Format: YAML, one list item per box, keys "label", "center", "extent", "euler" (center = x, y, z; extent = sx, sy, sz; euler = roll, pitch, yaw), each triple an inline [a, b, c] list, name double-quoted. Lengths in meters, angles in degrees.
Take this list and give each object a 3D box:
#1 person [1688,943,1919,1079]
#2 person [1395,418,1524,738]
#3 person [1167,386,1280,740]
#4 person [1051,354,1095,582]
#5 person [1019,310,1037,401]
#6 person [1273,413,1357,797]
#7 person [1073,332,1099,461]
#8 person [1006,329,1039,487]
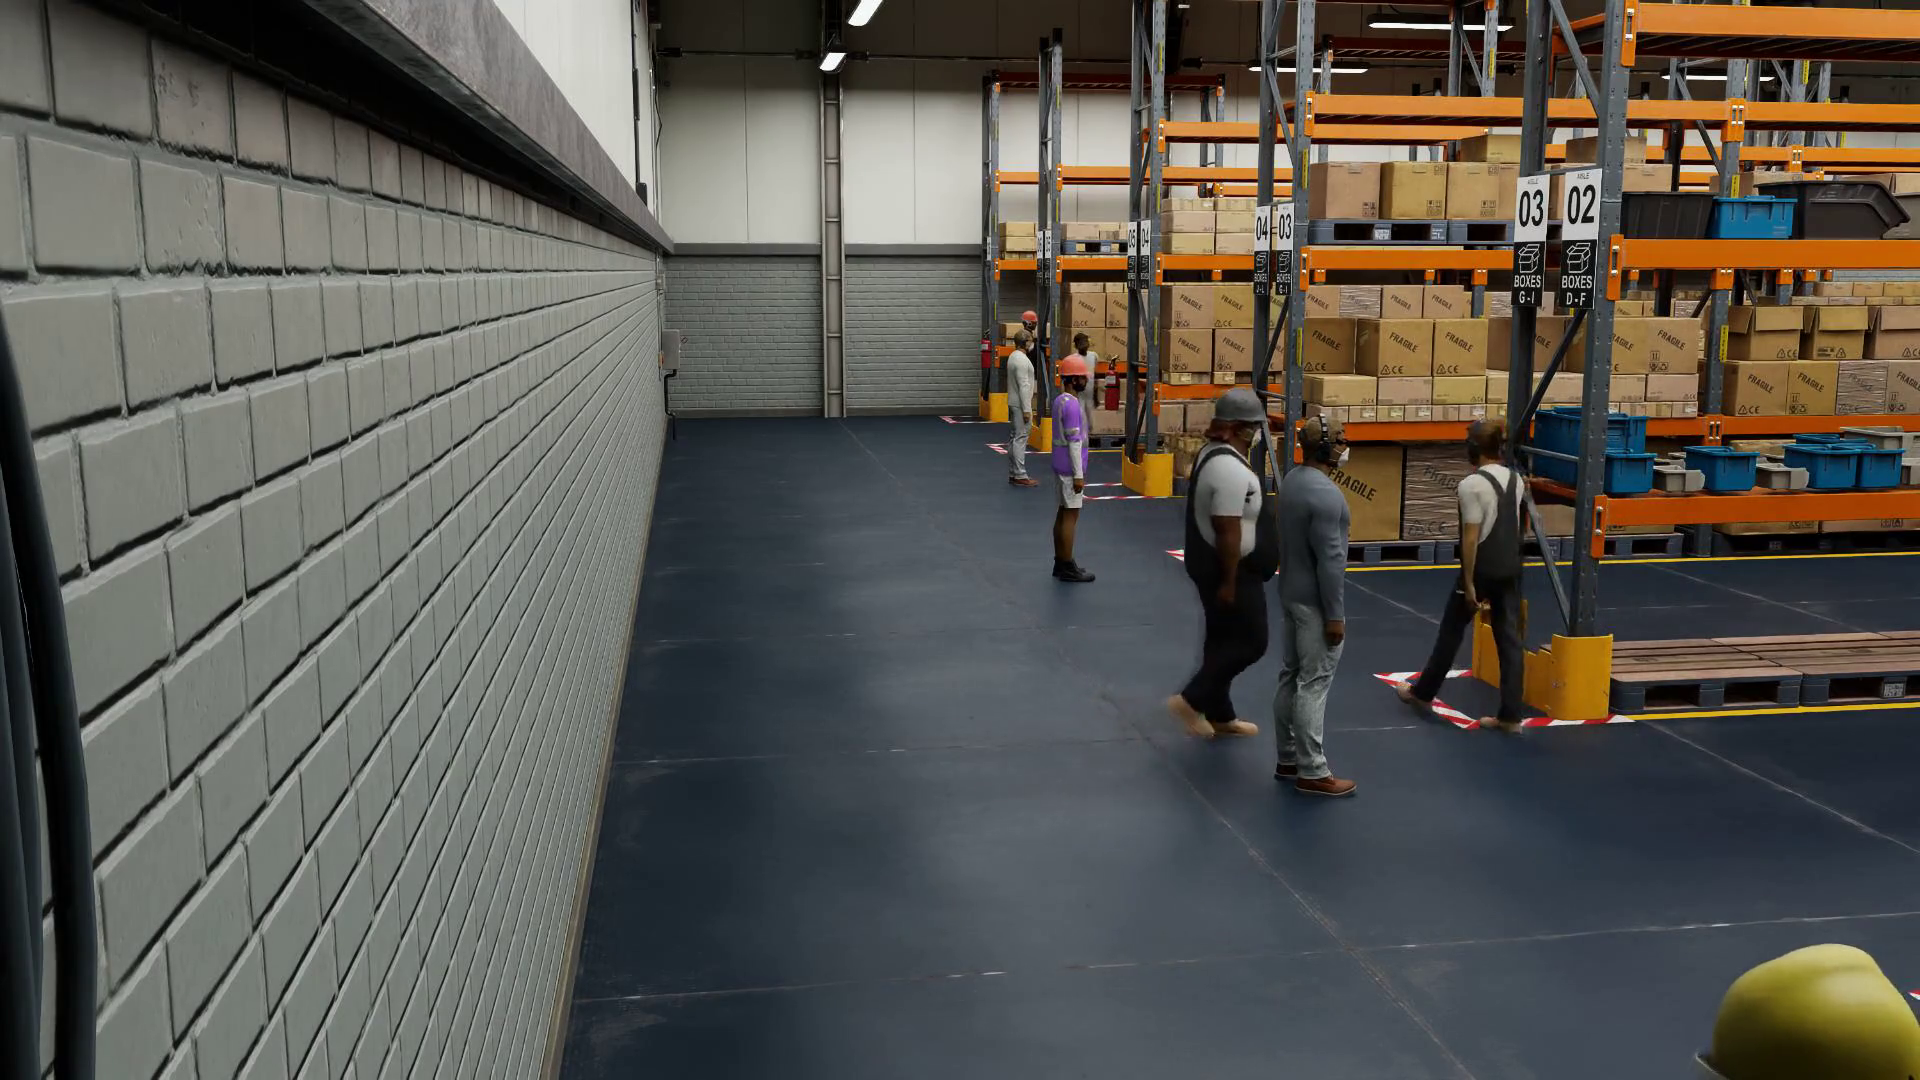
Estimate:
- label: "person"
  center: [1.054, 1.401, 2.136]
  extent: [0.404, 1.836, 0.590]
  euler: [-2, 9, -9]
- label: "person"
  center: [2.984, 0.194, 9.684]
  extent: [0.499, 1.795, 0.923]
  euler: [-5, 10, -27]
- label: "person"
  center: [1.519, 0.134, 9.322]
  extent: [0.566, 2.000, 0.686]
  euler: [-1, 9, -4]
- label: "person"
  center: [0.962, -0.614, 14.243]
  extent: [0.349, 1.942, 0.545]
  euler: [-2, 9, -9]
- label: "person"
  center: [1.126, -2.770, 27.366]
  extent: [0.376, 1.997, 0.612]
  euler: [-2, 9, -9]
- label: "person"
  center: [1.802, 0.326, 8.455]
  extent: [0.372, 1.940, 0.631]
  euler: [-2, 9, -9]
- label: "person"
  center: [1.656, -1.956, 22.869]
  extent: [0.586, 1.827, 0.638]
  euler: [-5, 11, -29]
- label: "person"
  center: [0.762, -1.628, 20.504]
  extent: [0.372, 1.940, 0.631]
  euler: [-2, 9, -9]
